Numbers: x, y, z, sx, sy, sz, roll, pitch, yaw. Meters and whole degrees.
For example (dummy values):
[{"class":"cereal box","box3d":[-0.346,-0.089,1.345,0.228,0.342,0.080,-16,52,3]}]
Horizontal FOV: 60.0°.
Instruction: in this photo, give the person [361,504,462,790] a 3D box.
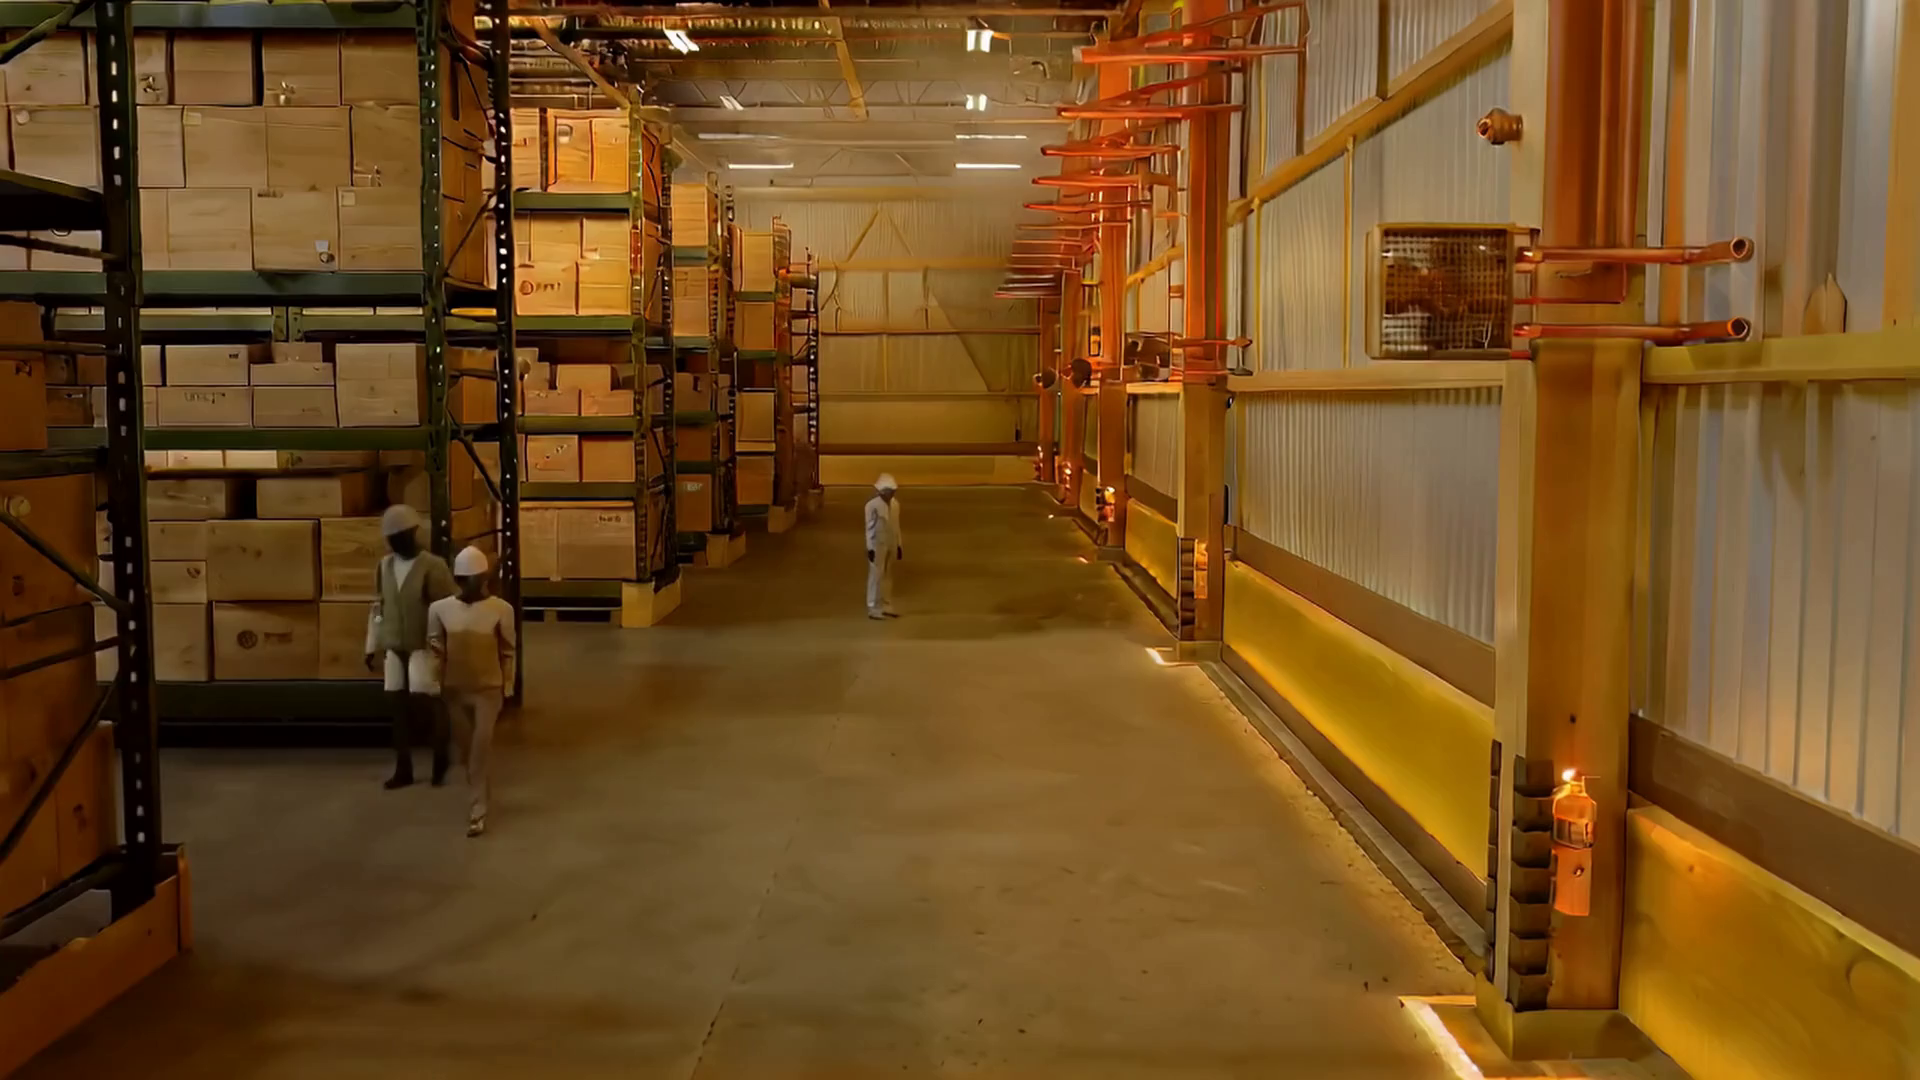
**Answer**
[{"class":"person","box3d":[-3.713,0.711,11.186,0.572,1.910,0.456,2,5,22]}]

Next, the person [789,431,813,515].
[{"class":"person","box3d":[-3.567,-1.490,37.006,0.694,1.884,0.439,-4,7,-42]}]

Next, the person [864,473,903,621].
[{"class":"person","box3d":[-0.872,0.077,19.573,0.361,1.742,0.581,5,7,43]}]

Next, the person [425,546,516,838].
[{"class":"person","box3d":[-2.992,0.884,10.246,0.521,1.731,0.857,0,5,-3]}]
